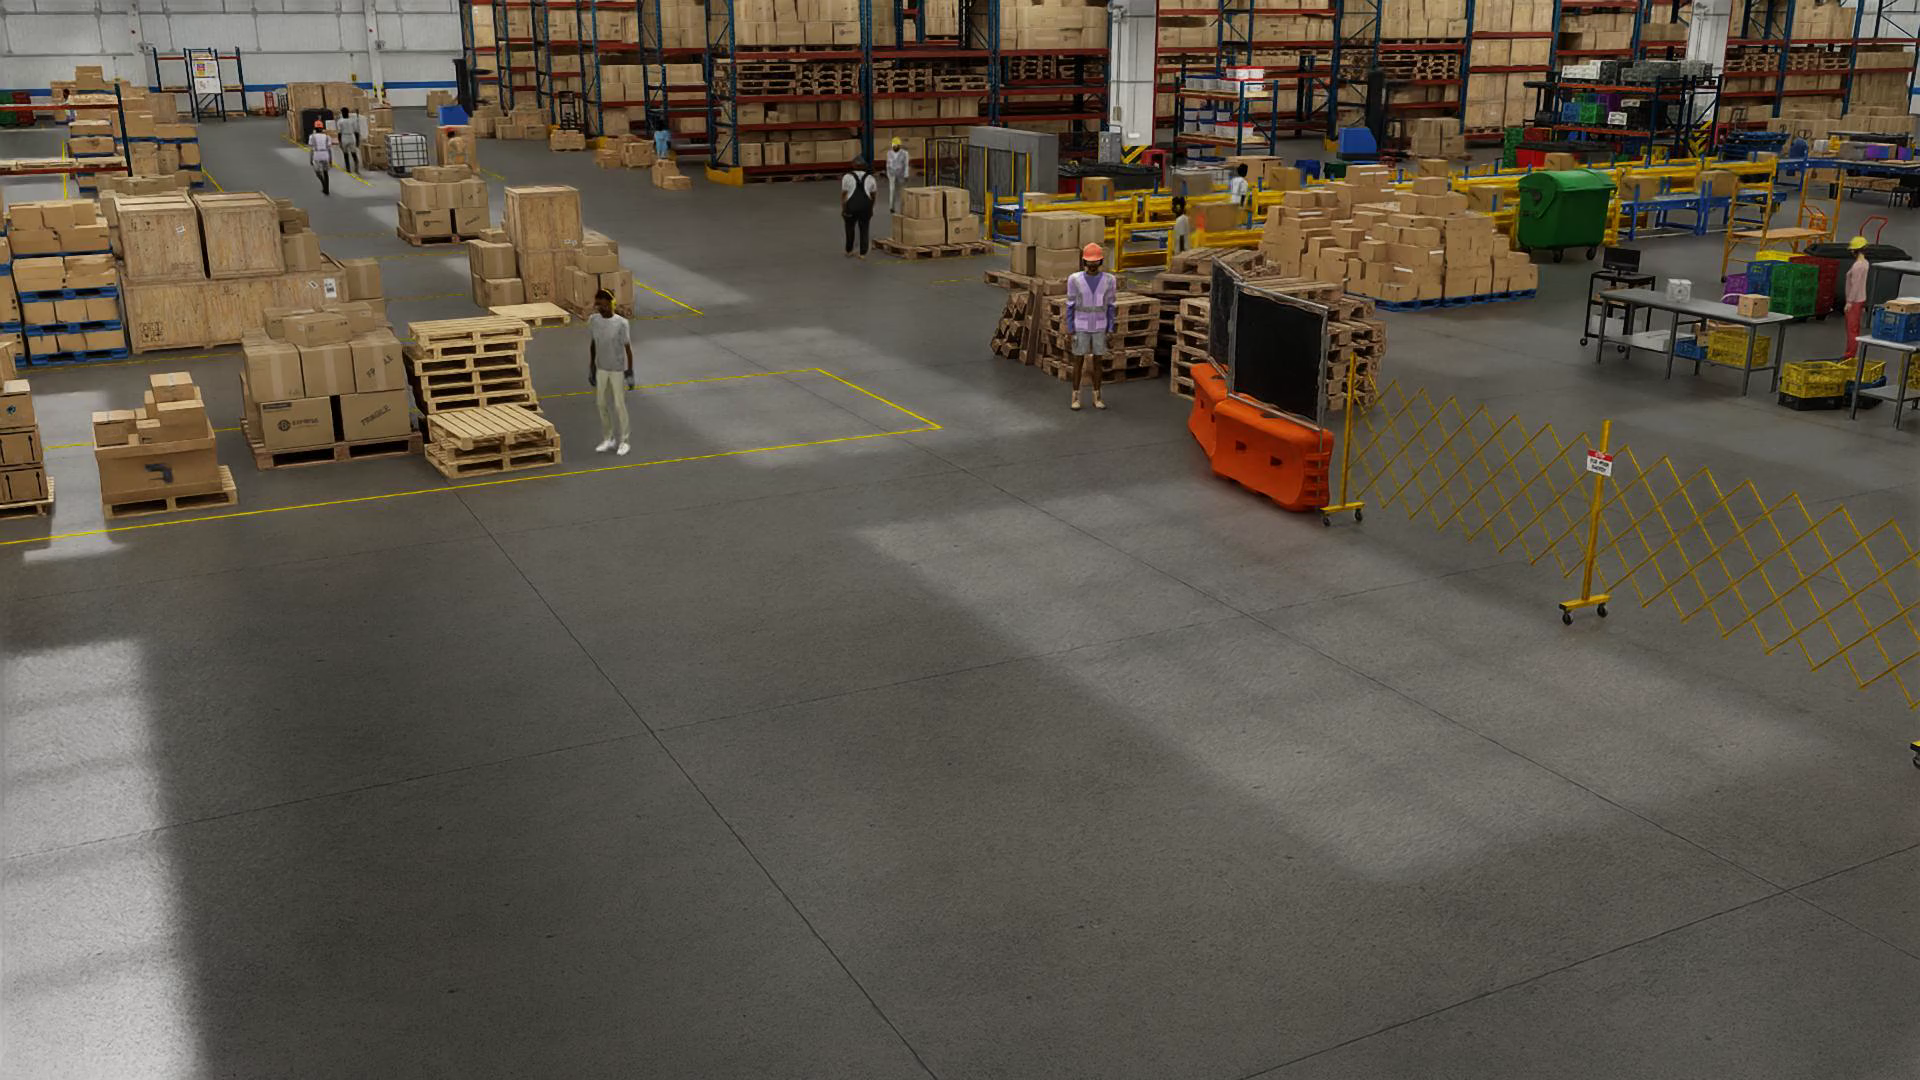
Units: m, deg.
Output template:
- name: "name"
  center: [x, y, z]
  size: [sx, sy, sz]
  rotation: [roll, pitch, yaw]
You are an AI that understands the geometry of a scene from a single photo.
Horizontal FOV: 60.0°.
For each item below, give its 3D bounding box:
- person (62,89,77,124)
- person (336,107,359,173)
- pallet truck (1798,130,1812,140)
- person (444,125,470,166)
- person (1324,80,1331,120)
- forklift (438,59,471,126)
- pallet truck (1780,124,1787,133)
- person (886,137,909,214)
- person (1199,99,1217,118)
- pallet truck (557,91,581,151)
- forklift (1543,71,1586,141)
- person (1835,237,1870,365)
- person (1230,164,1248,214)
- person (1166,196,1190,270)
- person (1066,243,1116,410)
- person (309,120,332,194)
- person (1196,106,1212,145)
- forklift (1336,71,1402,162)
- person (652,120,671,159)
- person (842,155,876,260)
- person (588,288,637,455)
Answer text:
- name: "person"
  center: [-32.217, -15.354, 60.253]
  size: [0.591, 1.919, 0.392]
  rotation: [16, 24, 41]
- name: "person"
  center: [-18.058, -11.800, 49.141]
  size: [0.605, 1.943, 0.750]
  rotation: [-12, 21, -33]
- name: "pallet truck"
  center: [25.526, -11.556, 49.408]
  size: [1.630, 1.274, 0.653]
  rotation: [-9, 20, -26]
- name: "person"
  center: [-12.819, -9.568, 42.265]
  size: [0.636, 1.891, 0.612]
  rotation: [8, 19, 23]
- name: "person"
  center: [15.053, -17.750, 67.713]
  size: [0.589, 1.919, 0.560]
  rotation: [-6, 19, -17]
- name: "forklift"
  center: [-19.237, -17.170, 64.362]
  size: [1.873, 2.768, 1.129]
  rotation: [-8, 19, -23]
- name: "pallet truck"
  center: [25.206, -12.542, 52.601]
  size: [1.601, 1.201, 0.680]
  rotation: [0, 18, -2]
- name: "person"
  center: [-1.487, -8.783, 39.966]
  size: [0.585, 1.800, 0.856]
  rotation: [3, 18, 10]
- name: "person"
  center: [8.892, -15.189, 59.808]
  size: [0.651, 1.879, 0.818]
  rotation: [0, 18, 1]
- name: "pallet truck"
  center: [-13.495, -14.412, 57.188]
  size: [0.823, 1.965, 1.885]
  rotation: [-3, 18, -9]
- name: "forklift"
  center: [18.685, -13.231, 52.085]
  size: [1.873, 2.768, 1.129]
  rotation: [-9, 20, -26]
- name: "person"
  center: [12.268, -3.279, 22.868]
  size: [0.337, 1.759, 0.525]
  rotation: [14, 22, 37]
- name: "person"
  center: [5.788, -6.987, 34.608]
  size: [0.877, 1.652, 0.534]
  rotation: [-8, 19, -23]
- name: "person"
  center: [3.436, -4.631, 26.943]
  size: [0.782, 1.841, 0.549]
  rotation: [5, 18, 14]
- name: "person"
  center: [1.595, -2.592, 20.264]
  size: [0.607, 2.044, 0.372]
  rotation: [-1, 18, -5]
- name: "person"
  center: [-16.766, -10.045, 43.701]
  size: [0.560, 1.918, 0.558]
  rotation: [-12, 21, -33]
- name: "person"
  center: [8.042, -13.392, 54.549]
  size: [0.533, 1.670, 0.769]
  rotation: [-7, 19, -22]
- name: "forklift"
  center: [13.029, -13.402, 52.617]
  size: [1.873, 2.768, 1.129]
  rotation: [0, 18, 1]
- name: "person"
  center: [-8.539, -11.112, 47.403]
  size: [0.554, 1.672, 0.601]
  rotation: [10, 21, 29]
- name: "person"
  center: [-2.009, -6.536, 32.565]
  size: [0.709, 2.000, 0.915]
  rotation: [-5, 18, -15]
- name: "person"
  center: [-3.807, -1.855, 18.276]
  size: [0.573, 1.850, 0.450]
  rotation: [6, 19, 19]
